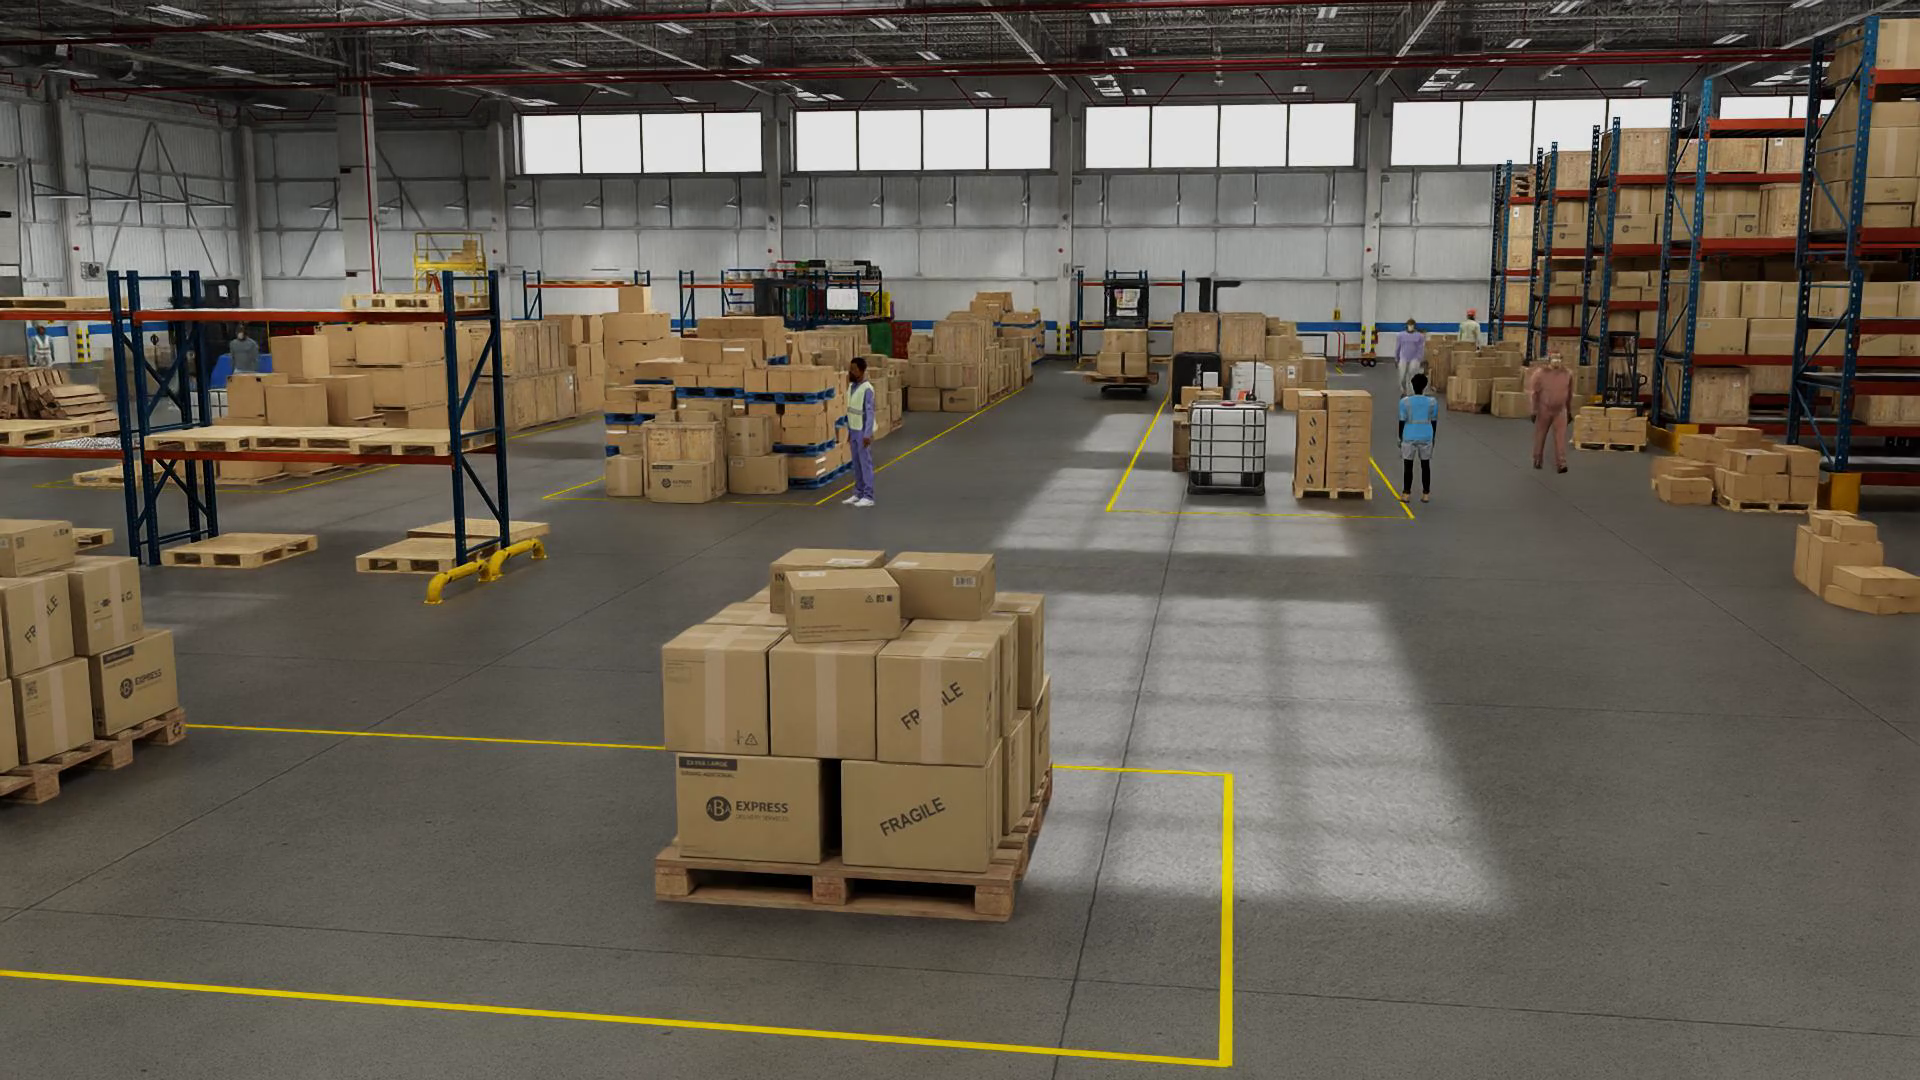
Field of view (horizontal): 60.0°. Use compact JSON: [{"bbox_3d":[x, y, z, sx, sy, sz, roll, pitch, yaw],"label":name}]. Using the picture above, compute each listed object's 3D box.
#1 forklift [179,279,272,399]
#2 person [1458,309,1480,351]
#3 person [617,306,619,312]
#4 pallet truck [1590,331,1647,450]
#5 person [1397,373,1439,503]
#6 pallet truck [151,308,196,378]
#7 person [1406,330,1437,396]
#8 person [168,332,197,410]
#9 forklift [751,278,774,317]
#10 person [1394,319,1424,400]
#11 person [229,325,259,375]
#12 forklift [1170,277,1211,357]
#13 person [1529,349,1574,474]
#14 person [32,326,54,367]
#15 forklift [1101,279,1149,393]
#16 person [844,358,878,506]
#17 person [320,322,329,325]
[{"bbox_3d":[-17.026,-4.653,38.612,1.873,2.768,1.129,2,9,11],"label":"forklift"},{"bbox_3d":[13.902,-5.310,45.384,0.623,1.992,0.396,8,12,42],"label":"person"},{"bbox_3d":[-11.128,-6.813,54.965,0.550,1.899,0.960,0,9,0],"label":"person"},{"bbox_3d":[11.253,-2.573,28.499,0.823,1.965,1.885,5,10,27],"label":"pallet truck"},{"bbox_3d":[5.967,-1.323,21.716,0.536,1.697,0.318,0,9,-2],"label":"person"},{"bbox_3d":[-21.869,-5.598,47.154,0.823,1.965,1.885,4,10,26],"label":"pallet truck"},{"bbox_3d":[11.204,-4.285,40.258,0.814,1.598,0.532,4,10,24],"label":"person"},{"bbox_3d":[-16.827,-3.665,36.173,0.915,1.694,0.491,-3,10,-17],"label":"person"},{"bbox_3d":[-5.017,-5.288,42.530,1.873,2.768,1.129,1,9,9],"label":"forklift"},{"bbox_3d":[10.353,-4.129,38.322,0.662,1.919,0.626,3,10,16],"label":"person"},{"bbox_3d":[-14.677,-3.424,34.013,0.655,1.906,0.853,1,9,6],"label":"person"},{"bbox_3d":[7.096,-6.253,48.479,1.873,2.768,1.129,1,9,9],"label":"forklift"},{"bbox_3d":[8.910,-1.940,25.053,0.670,1.852,1.017,1,9,6],"label":"person"},{"bbox_3d":[-23.611,-4.700,42.850,0.543,1.585,0.872,-7,12,-39],"label":"person"},{"bbox_3d":[4.161,-5.129,41.548,1.129,2.768,1.873,1,9,8],"label":"forklift"},{"bbox_3d":[-1.271,-1.393,21.498,0.380,1.910,0.615,-5,10,-26],"label":"person"},{"bbox_3d":[-16.058,-4.759,42.158,0.634,1.937,0.355,1,9,4],"label":"person"}]
